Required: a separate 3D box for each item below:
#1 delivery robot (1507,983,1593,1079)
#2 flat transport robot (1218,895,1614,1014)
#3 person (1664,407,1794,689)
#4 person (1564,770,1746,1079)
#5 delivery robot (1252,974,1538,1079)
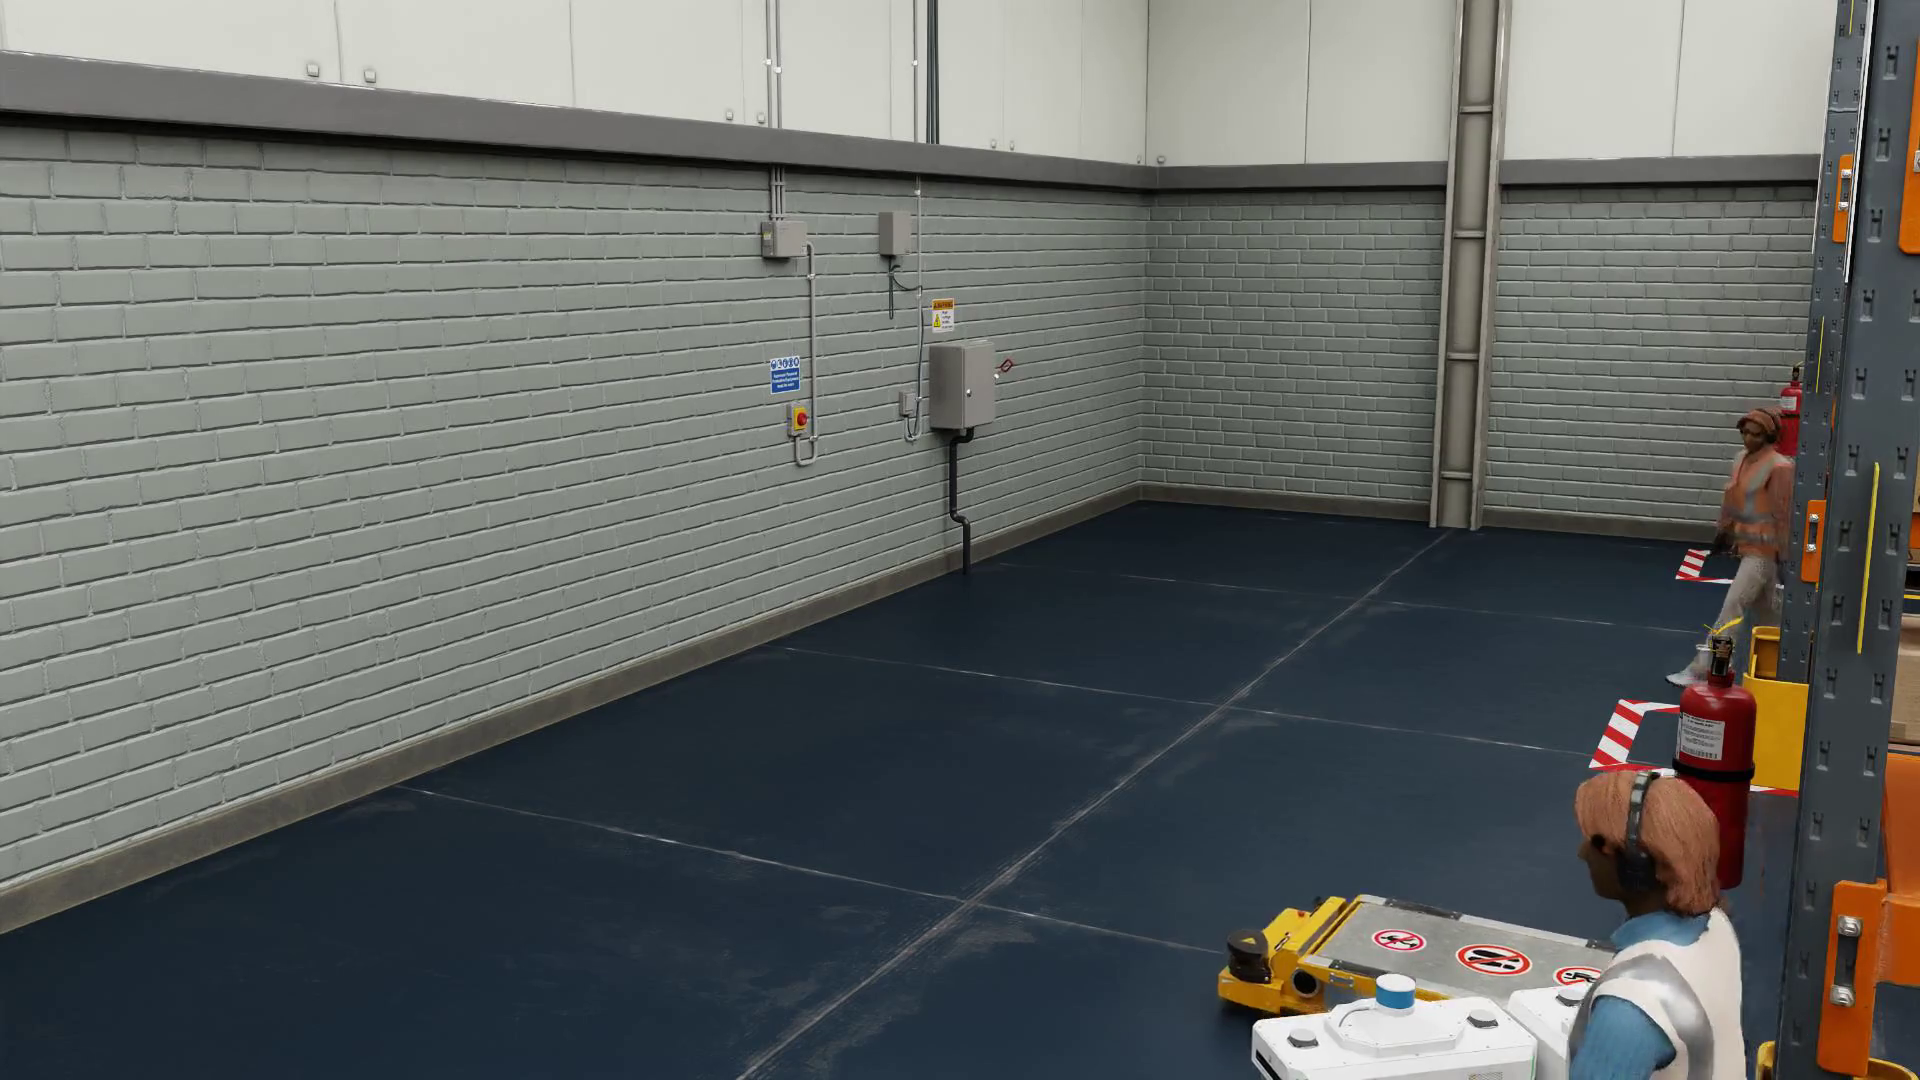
[{"bbox_3d":[1.736,1.412,4.344,0.477,0.478,0.707,-2,11,-12],"label":"delivery robot"},{"bbox_3d":[1.620,1.420,5.333,1.431,0.197,0.652,6,12,30],"label":"flat transport robot"},{"bbox_3d":[4.259,0.061,9.092,0.757,1.590,0.636,1,10,4],"label":"person"},{"bbox_3d":[1.110,1.187,2.918,0.587,1.622,0.524,7,12,32],"label":"person"},{"bbox_3d":[1.145,1.398,4.418,0.707,0.478,0.477,-2,11,-12],"label":"delivery robot"}]
